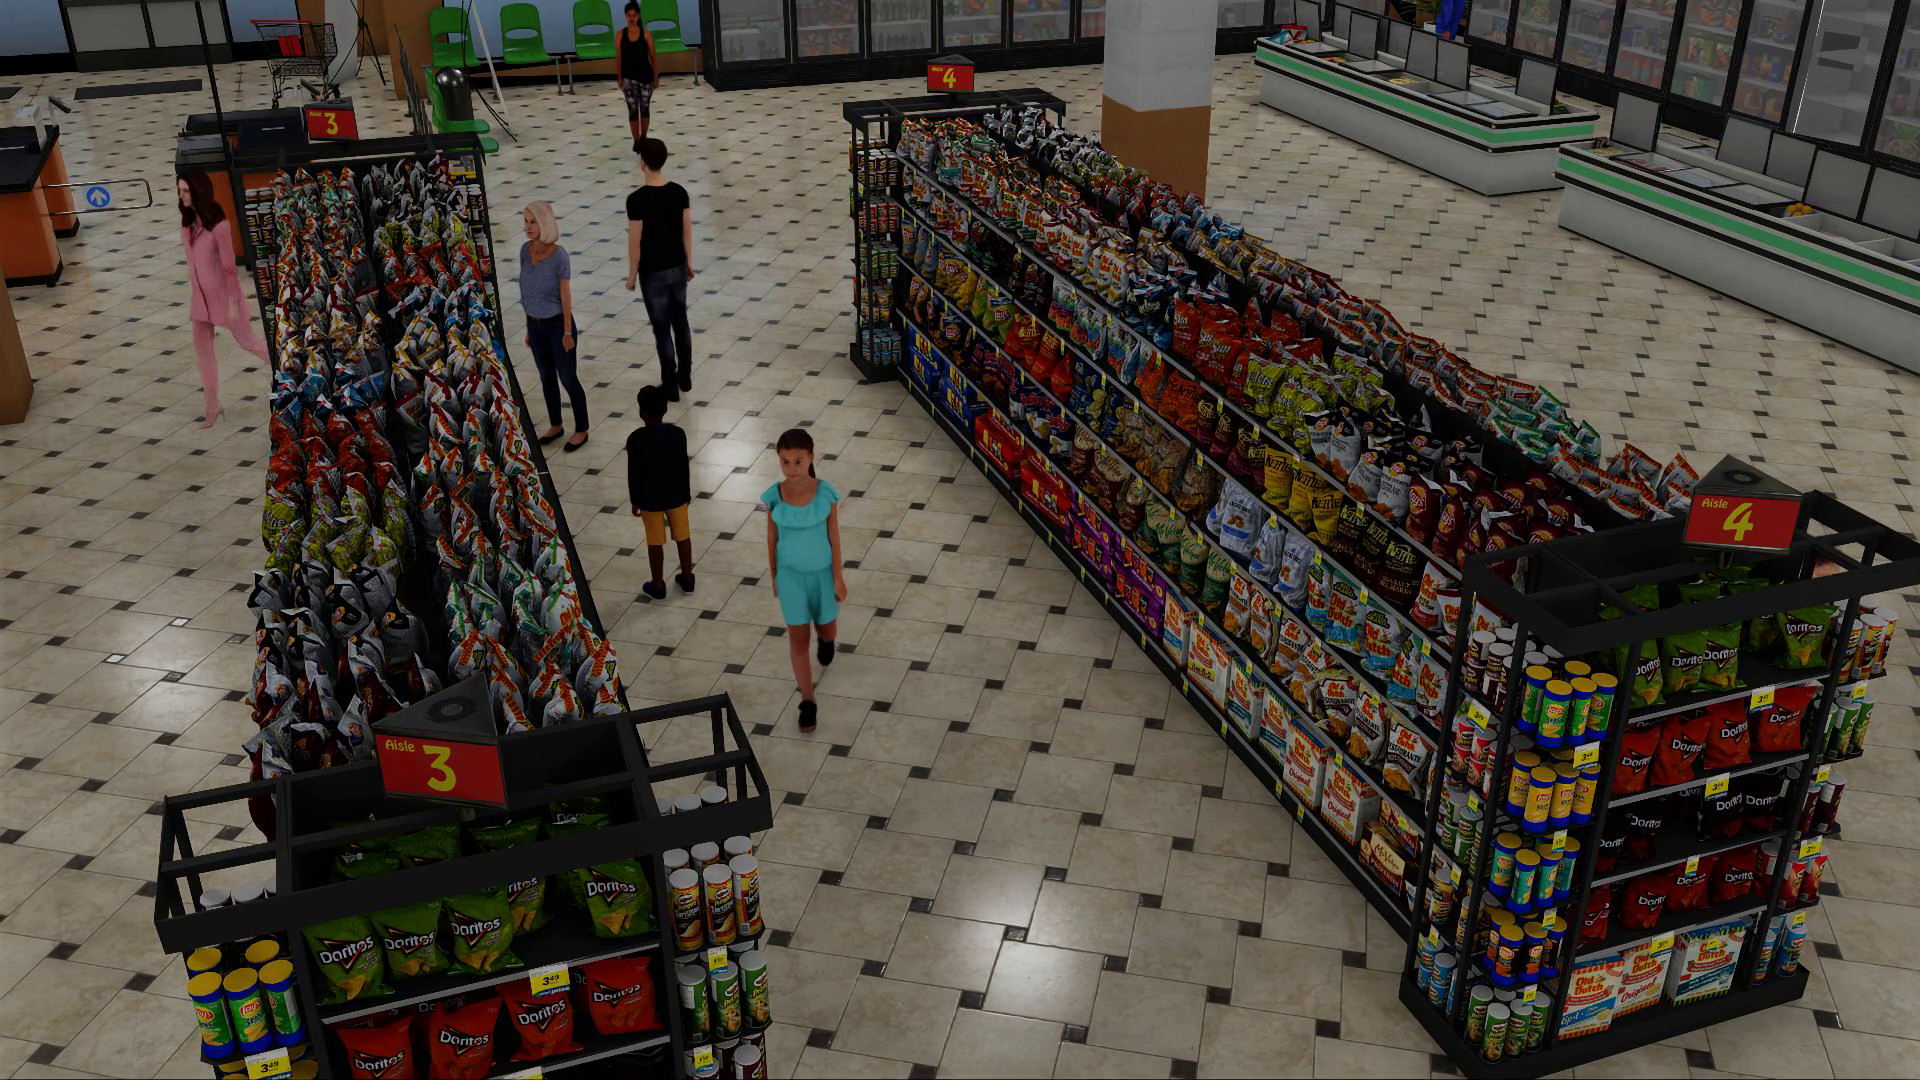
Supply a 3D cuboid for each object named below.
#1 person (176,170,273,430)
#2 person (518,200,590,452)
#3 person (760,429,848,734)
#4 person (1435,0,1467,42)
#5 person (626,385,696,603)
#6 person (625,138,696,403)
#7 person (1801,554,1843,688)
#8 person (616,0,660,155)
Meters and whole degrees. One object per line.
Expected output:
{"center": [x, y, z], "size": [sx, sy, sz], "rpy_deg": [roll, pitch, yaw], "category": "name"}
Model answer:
{"center": [-5.102, -1.703, 11.661], "size": [1.101, 1.763, 1.150], "rpy_deg": [13, 30, 23], "category": "person"}
{"center": [-2.750, -1.449, 11.209], "size": [0.622, 1.720, 0.703], "rpy_deg": [16, 31, 29], "category": "person"}
{"center": [-0.747, 0.143, 8.271], "size": [0.763, 1.537, 1.021], "rpy_deg": [0, 27, 0], "category": "person"}
{"center": [6.189, -6.532, 21.114], "size": [0.821, 1.827, 0.775], "rpy_deg": [13, 30, 23], "category": "person"}
{"center": [-1.678, -0.264, 9.372], "size": [0.539, 1.268, 0.560], "rpy_deg": [-14, 30, -25], "category": "person"}
{"center": [-2.123, -1.938, 11.973], "size": [0.785, 1.902, 0.791], "rpy_deg": [-22, 34, -36], "category": "person"}
{"center": [3.965, 0.538, 7.889], "size": [0.665, 1.179, 0.803], "rpy_deg": [3, 27, 5], "category": "person"}
{"center": [-3.617, -5.204, 18.709], "size": [0.736, 1.632, 1.067], "rpy_deg": [-4, 27, -8], "category": "person"}
